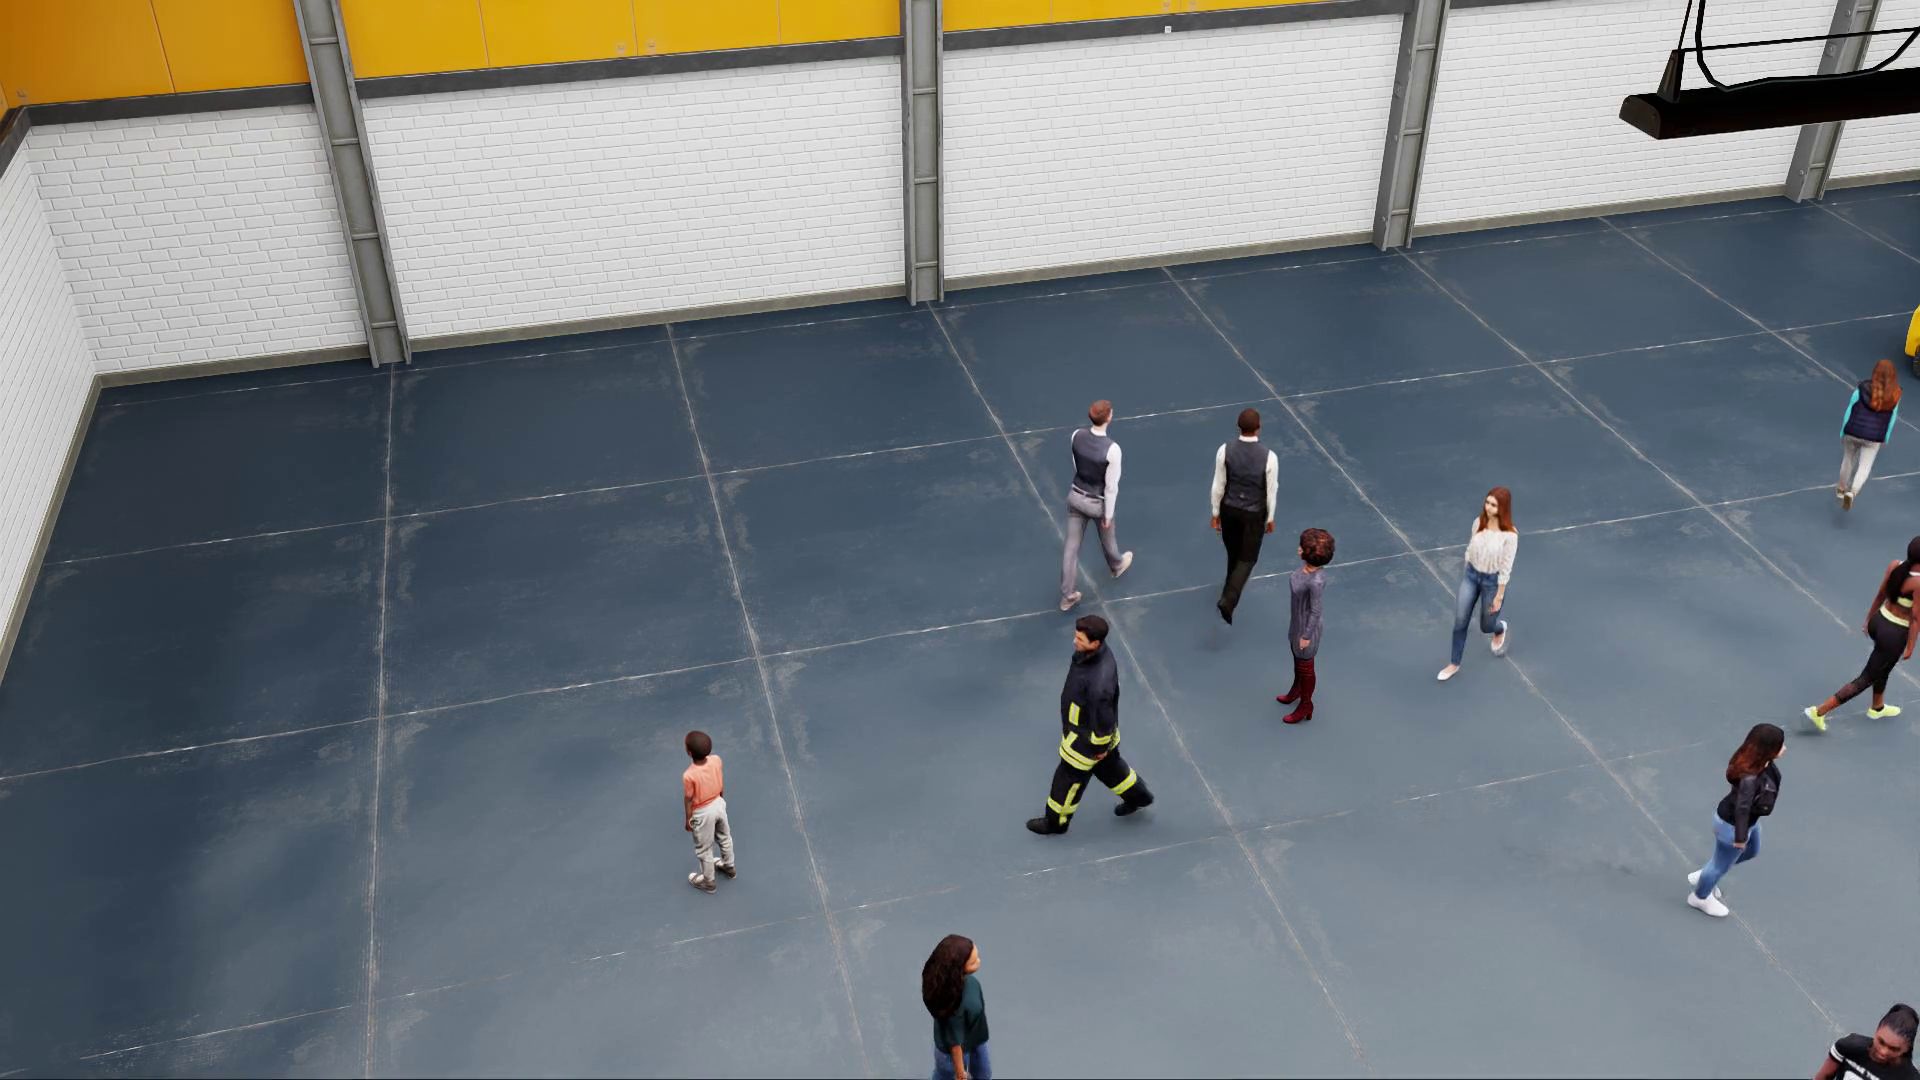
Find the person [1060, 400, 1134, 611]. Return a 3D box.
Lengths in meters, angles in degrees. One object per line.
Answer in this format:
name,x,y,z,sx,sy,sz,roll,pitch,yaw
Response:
person,1.038,-0.269,13.908,1.155,1.891,1.261,20,39,28

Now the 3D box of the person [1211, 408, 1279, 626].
person,2.318,-0.167,13.754,1.131,1.892,1.169,15,36,21

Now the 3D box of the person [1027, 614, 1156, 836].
person,0.991,1.274,11.583,1.246,1.895,0.935,-2,34,-3

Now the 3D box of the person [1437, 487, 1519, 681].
person,4.198,0.327,13.173,1.060,1.713,0.874,-27,42,-34

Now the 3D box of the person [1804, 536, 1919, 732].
person,6.914,0.739,12.545,1.139,1.721,0.645,-5,34,-7

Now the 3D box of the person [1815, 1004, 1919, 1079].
person,4.813,3.118,8.964,0.810,1.723,0.880,27,42,34

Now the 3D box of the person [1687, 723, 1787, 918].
person,5.065,1.825,10.997,0.821,1.626,0.762,18,37,24

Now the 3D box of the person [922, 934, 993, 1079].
person,-0.100,2.865,9.467,1.127,1.589,0.791,1,34,1

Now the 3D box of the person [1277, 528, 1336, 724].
person,2.639,0.650,12.689,0.603,1.710,0.642,0,34,1

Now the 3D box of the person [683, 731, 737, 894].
person,-1.707,1.829,11.279,0.603,1.308,0.518,28,43,35

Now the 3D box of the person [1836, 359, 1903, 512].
person,8.337,-0.955,15.304,0.881,1.490,0.935,16,37,23
